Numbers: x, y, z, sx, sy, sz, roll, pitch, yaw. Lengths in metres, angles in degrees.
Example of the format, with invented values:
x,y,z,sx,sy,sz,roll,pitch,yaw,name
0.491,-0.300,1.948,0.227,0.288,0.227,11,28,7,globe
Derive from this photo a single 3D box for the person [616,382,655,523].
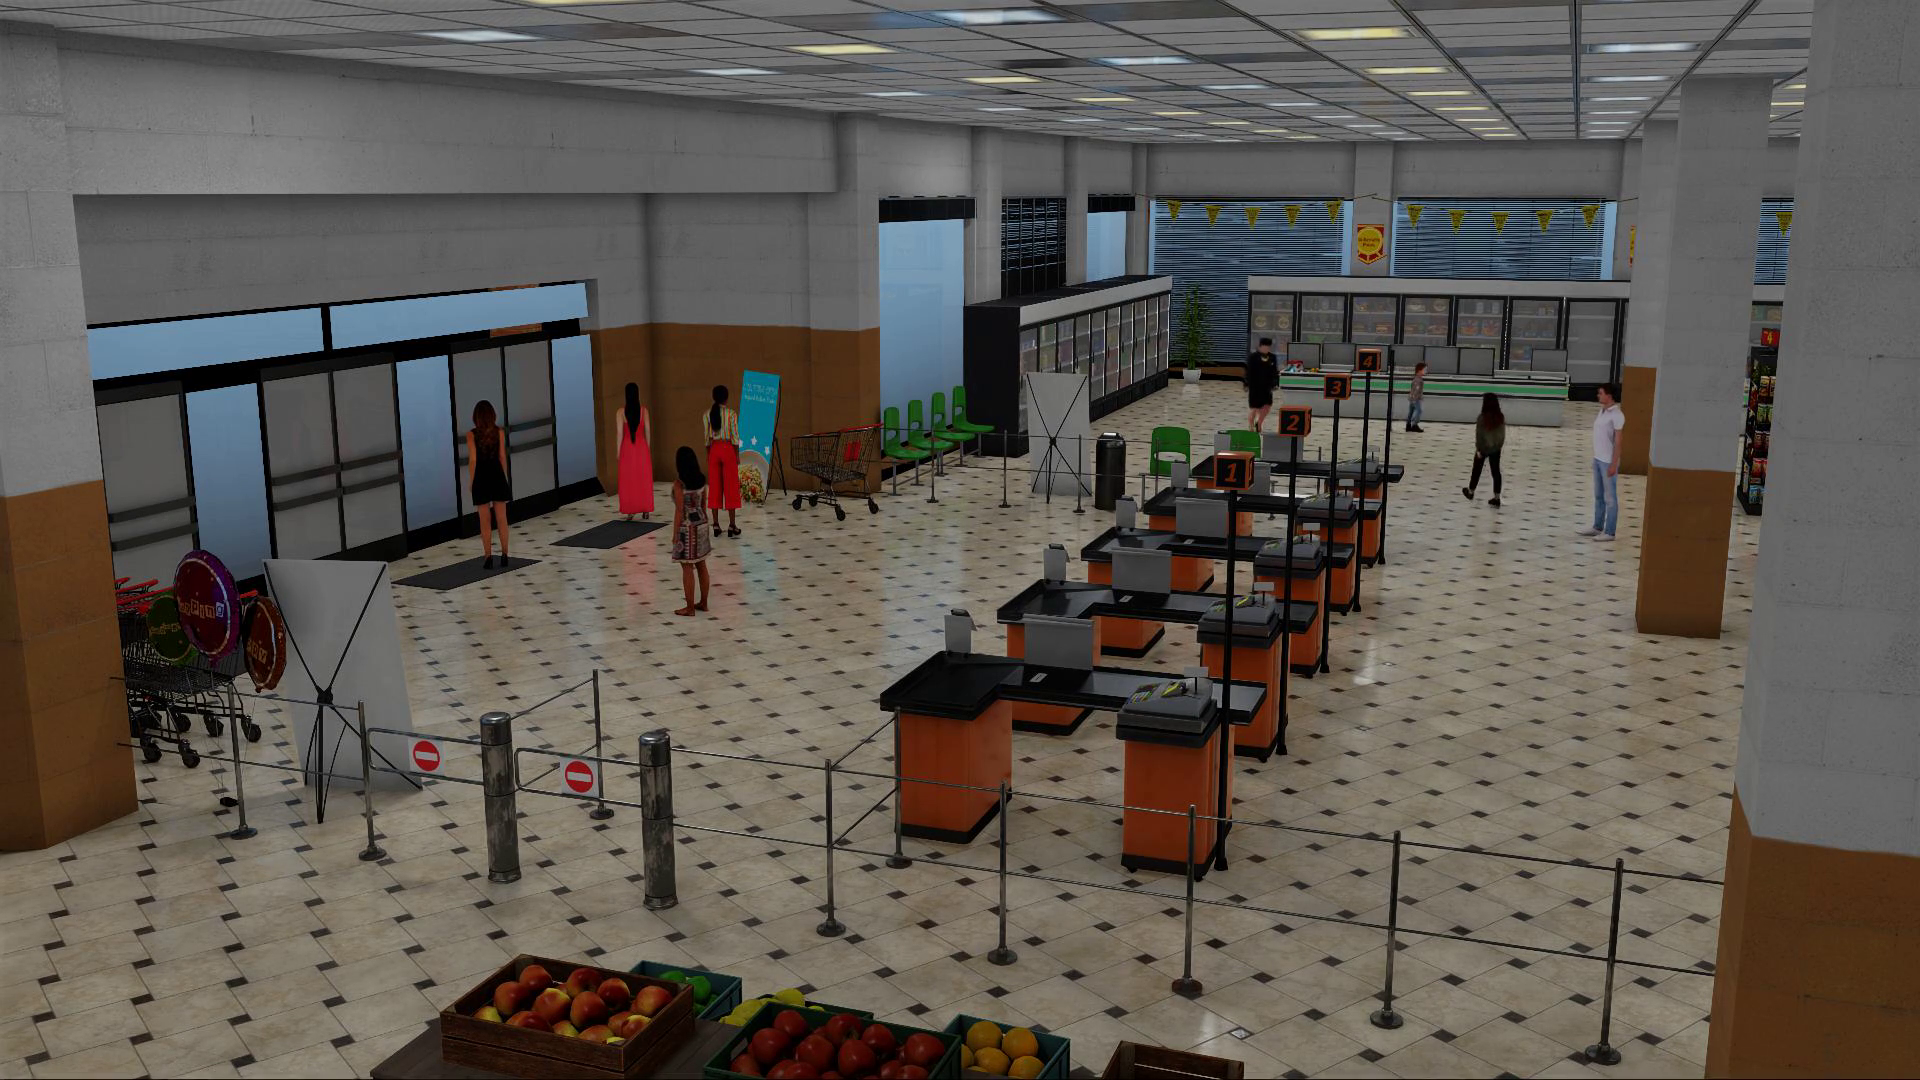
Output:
x,y,z,sx,sy,sz,roll,pitch,yaw,name
-4.018,-1.084,20.506,0.714,1.726,0.762,-7,14,-28,person

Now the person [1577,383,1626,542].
x,y,z,sx,sy,sz,roll,pitch,yaw,name
7.560,-0.921,19.424,0.690,1.852,0.719,-1,12,-3,person

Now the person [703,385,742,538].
x,y,z,sx,sy,sz,roll,pitch,yaw,name
-2.807,-0.938,19.649,0.511,1.792,0.686,2,12,11,person

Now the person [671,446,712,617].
x,y,z,sx,sy,sz,roll,pitch,yaw,name
-2.588,-0.096,16.013,0.603,1.643,0.693,7,14,32,person

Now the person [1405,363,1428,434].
x,y,z,sx,sy,sz,roll,pitch,yaw,name
7.641,-2.404,28.100,0.539,1.180,0.509,2,12,12,person

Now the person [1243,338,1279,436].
x,y,z,sx,sy,sz,roll,pitch,yaw,name
4.950,-2.524,27.542,0.838,1.645,0.963,-1,12,-7,person

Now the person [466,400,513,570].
x,y,z,sx,sy,sz,roll,pitch,yaw,name
-5.069,-0.591,17.901,0.672,1.834,0.713,-7,14,-30,person

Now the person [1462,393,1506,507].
x,y,z,sx,sy,sz,roll,pitch,yaw,name
6.879,-1.142,21.483,1.001,1.435,0.946,-2,12,-9,person
